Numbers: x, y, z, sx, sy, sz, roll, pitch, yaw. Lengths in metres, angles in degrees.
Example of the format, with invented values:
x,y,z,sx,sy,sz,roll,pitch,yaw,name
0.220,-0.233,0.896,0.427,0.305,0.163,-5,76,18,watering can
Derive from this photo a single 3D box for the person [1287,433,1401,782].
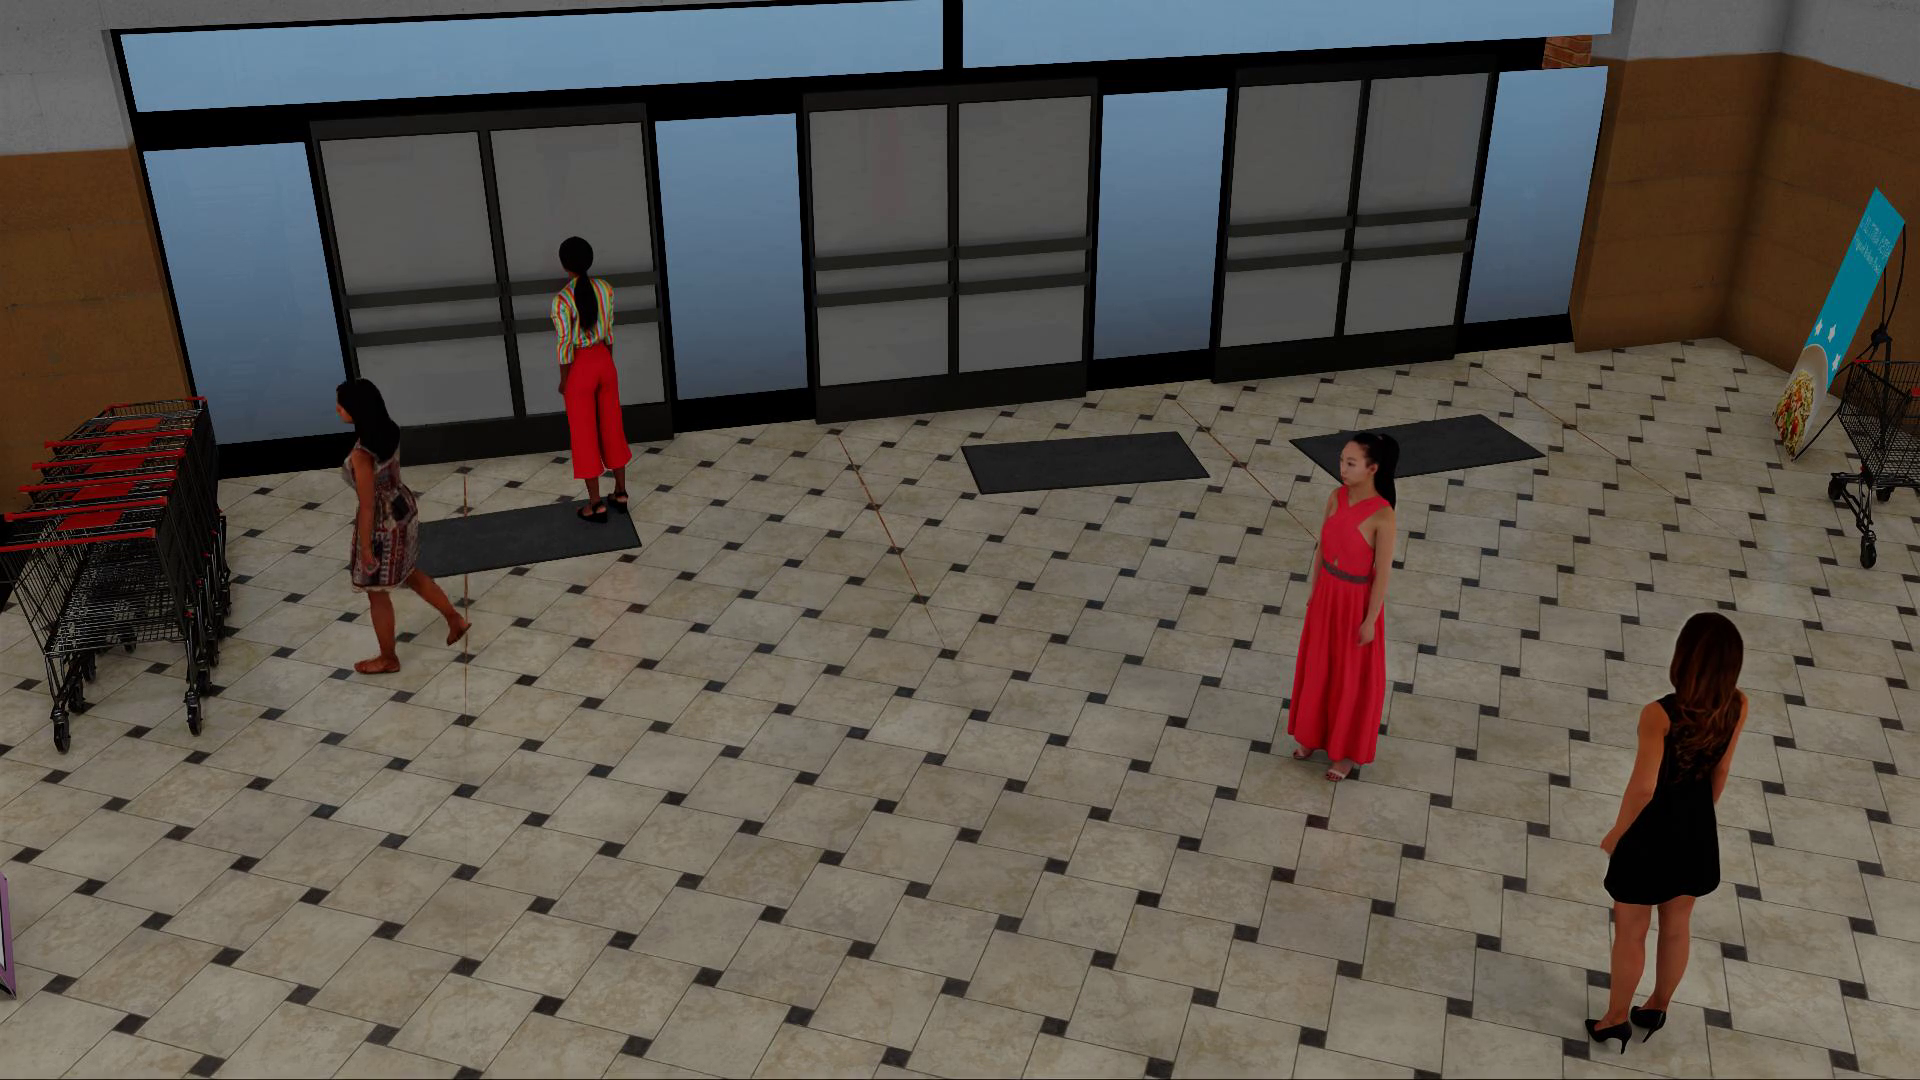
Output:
x,y,z,sx,sy,sz,roll,pitch,yaw,name
1.772,0.308,7.591,0.739,1.727,0.604,-16,31,-28,person

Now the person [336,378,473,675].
x,y,z,sx,sy,sz,roll,pitch,yaw,name
-2.850,-0.065,8.429,0.902,1.634,0.892,2,27,3,person

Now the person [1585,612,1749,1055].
x,y,z,sx,sy,sz,roll,pitch,yaw,name
2.527,1.075,5.960,0.575,1.834,0.511,-7,28,-13,person

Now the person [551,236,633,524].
x,y,z,sx,sy,sz,roll,pitch,yaw,name
-2.226,-0.954,10.006,0.702,1.793,0.677,21,34,36,person
